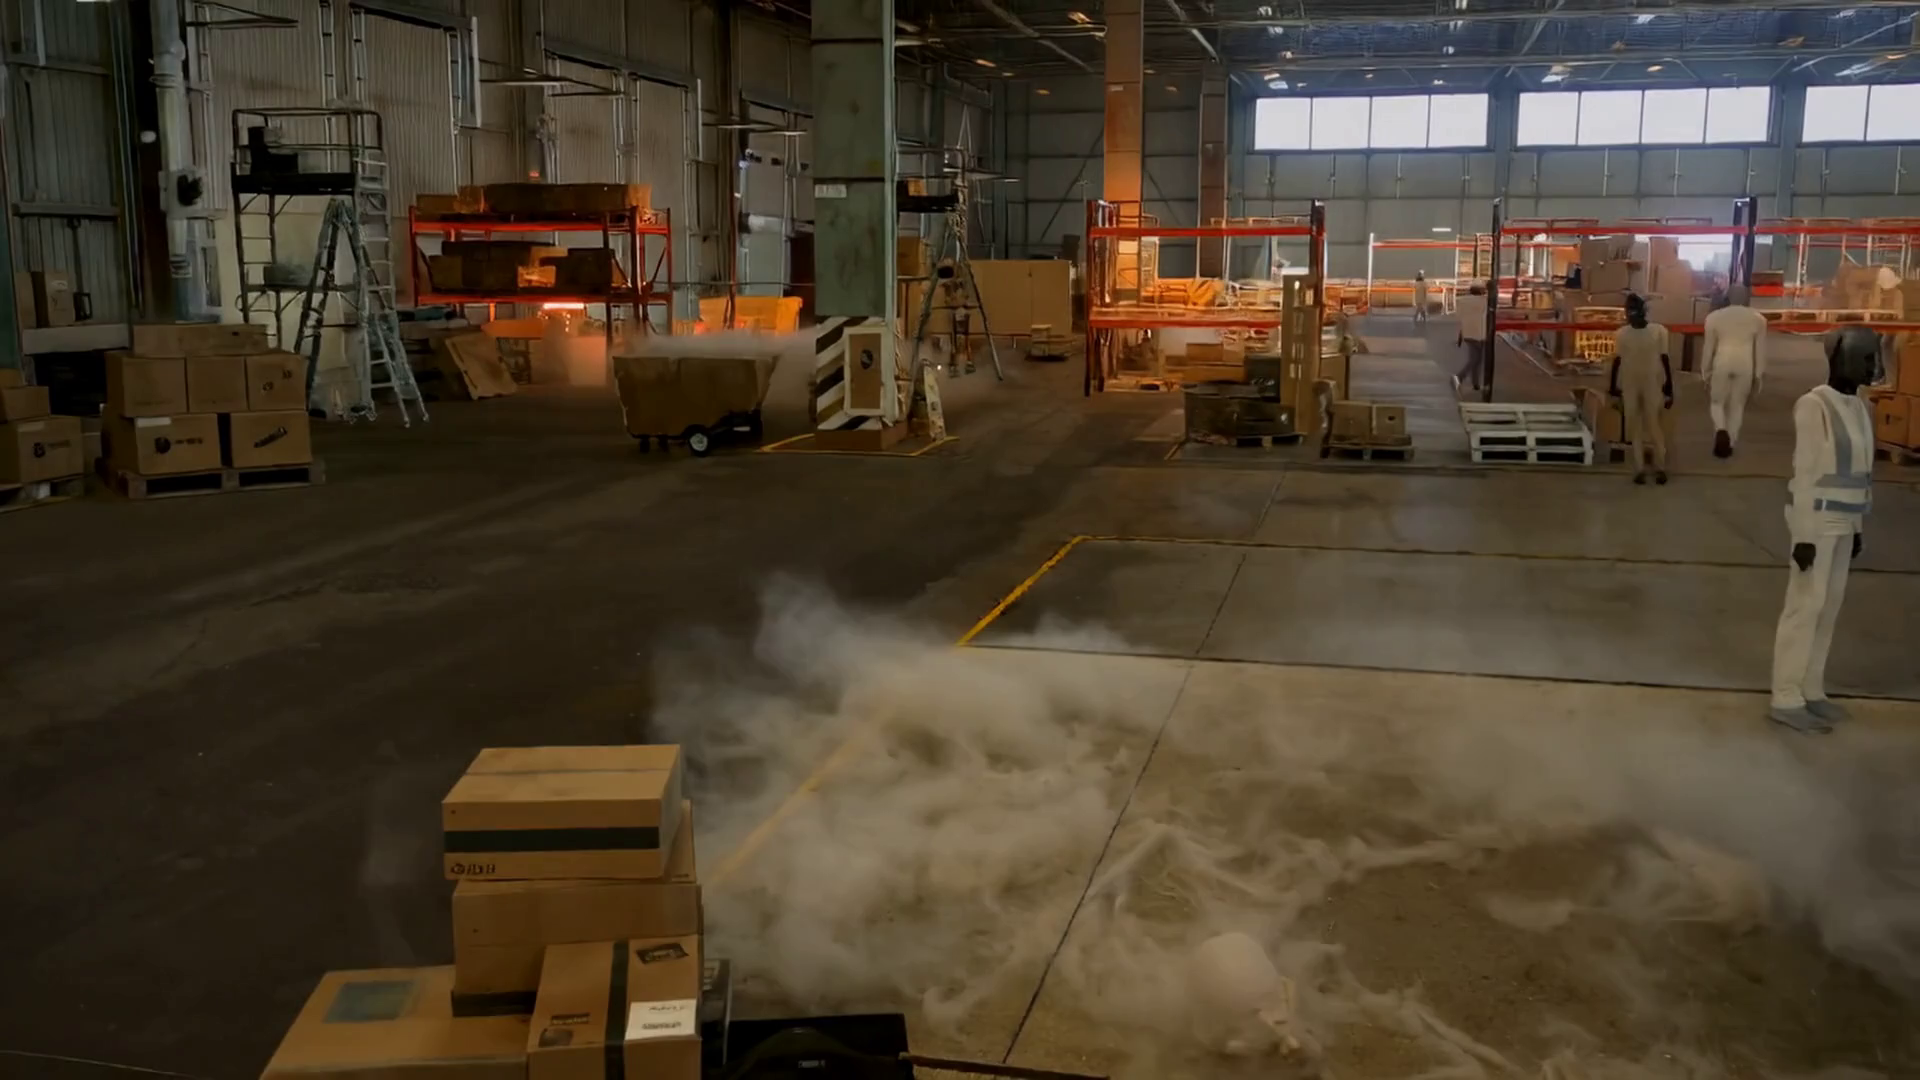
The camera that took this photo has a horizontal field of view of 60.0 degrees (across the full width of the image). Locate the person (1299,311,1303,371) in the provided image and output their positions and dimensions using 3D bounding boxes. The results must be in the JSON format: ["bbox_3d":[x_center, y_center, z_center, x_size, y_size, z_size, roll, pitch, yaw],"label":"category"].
[{"bbox_3d":[6.679,-4.094,31.872,0.319,1.740,0.483,7,12,37],"label":"person"}]

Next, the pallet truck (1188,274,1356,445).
[{"bbox_3d":[3.653,-2.138,19.590,1.885,1.965,0.823,-4,10,-20],"label":"pallet truck"}]

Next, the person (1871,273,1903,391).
[{"bbox_3d":[15.166,-3.386,27.157,0.366,1.932,0.623,6,11,30],"label":"person"}]

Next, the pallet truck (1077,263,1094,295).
[{"bbox_3d":[4.325,-8.180,55.162,0.823,1.965,1.885,6,11,31],"label":"pallet truck"}]

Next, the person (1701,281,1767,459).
[{"bbox_3d":[8.319,-1.815,17.912,0.630,1.925,0.530,3,10,18],"label":"person"}]

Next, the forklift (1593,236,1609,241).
[{"bbox_3d":[19.895,-8.030,51.686,1.873,2.768,1.129,6,11,31],"label":"forklift"}]

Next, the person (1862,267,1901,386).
[{"bbox_3d":[15.608,-3.586,27.985,0.691,2.000,0.690,6,11,30],"label":"person"}]

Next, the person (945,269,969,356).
[{"bbox_3d":[-0.064,-5.064,36.978,0.547,1.942,0.350,-1,10,-7],"label":"person"}]

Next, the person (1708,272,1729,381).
[{"bbox_3d":[13.120,-3.641,28.660,0.363,1.931,0.623,-1,10,-7],"label":"person"}]

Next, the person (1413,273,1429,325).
[{"bbox_3d":[14.966,-7.827,54.000,0.530,1.689,0.321,-2,10,-11],"label":"person"}]

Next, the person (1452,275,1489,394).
[{"bbox_3d":[8.125,-3.253,26.442,0.735,1.908,0.595,-5,11,-27],"label":"person"}]

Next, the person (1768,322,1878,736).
[{"bbox_3d":[3.991,-0.055,7.658,0.584,1.882,0.337,-9,13,-41],"label":"person"}]

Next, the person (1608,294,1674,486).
[{"bbox_3d":[6.514,-1.429,15.903,0.560,1.824,0.492,5,11,26],"label":"person"}]

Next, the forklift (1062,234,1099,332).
[{"bbox_3d":[3.145,-7.329,47.558,1.873,2.768,1.129,2,10,14],"label":"forklift"}]
